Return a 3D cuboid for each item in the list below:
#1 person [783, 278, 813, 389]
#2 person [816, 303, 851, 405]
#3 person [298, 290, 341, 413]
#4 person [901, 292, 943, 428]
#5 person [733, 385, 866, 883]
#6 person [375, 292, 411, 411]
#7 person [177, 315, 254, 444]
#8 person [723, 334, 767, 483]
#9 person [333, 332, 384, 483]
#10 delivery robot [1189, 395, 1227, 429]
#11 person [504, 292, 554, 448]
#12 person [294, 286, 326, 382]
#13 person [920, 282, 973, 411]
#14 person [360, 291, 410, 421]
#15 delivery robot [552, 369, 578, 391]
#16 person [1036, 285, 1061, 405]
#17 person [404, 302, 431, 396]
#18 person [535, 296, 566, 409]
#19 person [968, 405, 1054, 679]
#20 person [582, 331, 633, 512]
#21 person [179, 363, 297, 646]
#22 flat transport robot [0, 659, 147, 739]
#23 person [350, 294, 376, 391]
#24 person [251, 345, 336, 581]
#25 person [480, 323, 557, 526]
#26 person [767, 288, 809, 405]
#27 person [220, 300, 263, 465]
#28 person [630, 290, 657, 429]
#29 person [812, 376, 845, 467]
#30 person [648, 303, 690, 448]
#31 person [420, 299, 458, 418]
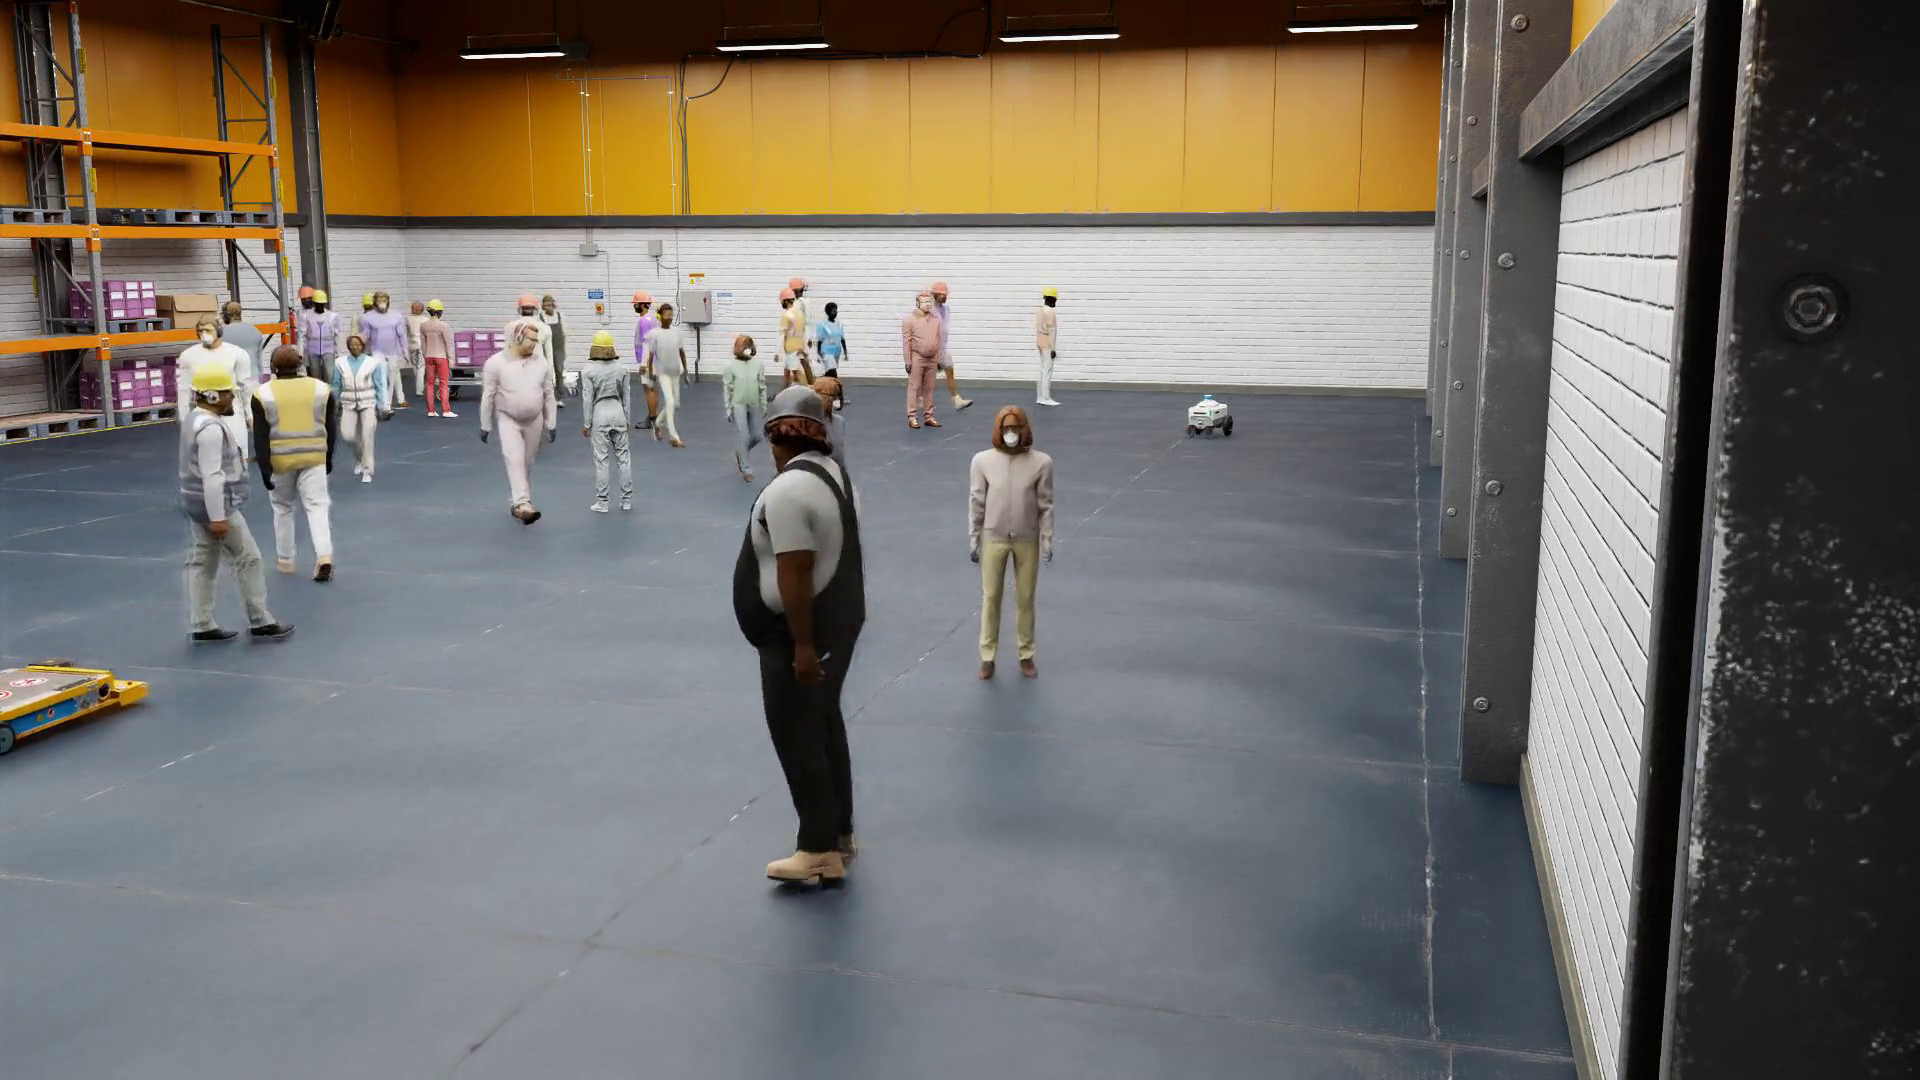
[{"bbox_3d":[-2.814,-3.445,28.324,0.798,2.013,0.605,2,10,11],"label":"person"},{"bbox_3d":[-2.083,-3.022,26.963,0.866,1.651,0.545,9,13,41],"label":"person"},{"bbox_3d":[-9.801,-2.874,25.463,0.630,1.875,0.943,-4,11,-21],"label":"person"},{"bbox_3d":[-0.510,-2.533,23.475,0.640,1.909,0.409,-7,12,-36],"label":"person"},{"bbox_3d":[-0.661,0.333,6.862,0.570,2.000,0.780,3,10,15],"label":"person"},{"bbox_3d":[-8.943,-2.932,25.943,0.509,1.832,0.817,1,10,6],"label":"person"},{"bbox_3d":[-7.050,-1.158,15.694,0.652,1.900,0.920,-1,10,-6],"label":"person"},{"bbox_3d":[-2.361,-1.445,18.134,0.512,1.618,0.541,-7,12,-34],"label":"person"},{"bbox_3d":[-6.512,-1.441,18.058,0.533,1.625,0.414,-1,10,-6],"label":"person"},{"bbox_3d":[3.327,-1.701,22.321,0.477,0.478,0.707,5,11,26],"label":"delivery robot"},{"bbox_3d":[-5.374,-2.102,20.825,0.618,1.978,0.715,-6,12,-31],"label":"person"},{"bbox_3d":[-10.358,-3.091,26.571,0.570,1.924,0.425,1,10,5],"label":"person"},{"bbox_3d":[-0.256,-2.974,25.700,1.003,1.995,0.640,8,13,39],"label":"person"},{"bbox_3d":[-8.415,-2.689,24.407,0.636,1.888,1.003,-7,12,-35],"label":"person"},{"bbox_3d":[-6.853,-2.743,28.224,0.707,0.478,0.477,0,10,1],"label":"delivery robot"},{"bbox_3d":[1.424,-3.129,26.794,0.380,1.925,0.593,-3,10,-16],"label":"person"},{"bbox_3d":[-9.269,-3.286,28.604,0.522,1.596,0.847,0,10,2],"label":"person"},{"bbox_3d":[-6.443,-2.953,26.229,0.517,1.769,0.972,-4,11,-23],"label":"person"},{"bbox_3d":[0.300,0.014,9.824,0.507,1.632,0.267,0,10,0],"label":"person"},{"bbox_3d":[-3.415,-1.144,16.071,0.484,1.745,0.307,-6,12,-32],"label":"person"},{"bbox_3d":[-4.636,-0.227,10.673,0.732,1.809,0.621,-7,12,-35],"label":"person"},{"bbox_3d":[-5.043,0.890,8.719,0.652,0.197,1.431,2,10,13],"label":"flat transport robot"},{"bbox_3d":[-9.466,-3.046,26.699,0.627,1.784,0.910,-3,10,-16],"label":"person"},{"bbox_3d":[-5.083,-0.591,12.778,0.621,1.811,0.876,-6,12,-30],"label":"person"},{"bbox_3d":[-4.044,-1.073,15.390,0.684,1.841,1.004,-7,12,-35],"label":"person"},{"bbox_3d":[-2.725,-2.999,26.162,0.983,1.883,0.566,4,11,23],"label":"person"},{"bbox_3d":[-8.442,-1.837,19.509,0.392,1.927,0.642,6,12,29],"label":"person"},{"bbox_3d":[-4.421,-2.523,23.326,0.361,1.939,0.543,-1,10,-3],"label":"person"},{"bbox_3d":[-0.958,-0.355,11.913,0.289,1.633,0.499,5,11,26],"label":"person"},{"bbox_3d":[-3.771,-2.123,21.370,0.519,1.839,0.822,-9,14,-42],"label":"person"},{"bbox_3d":[-7.795,-2.702,24.828,0.525,1.769,0.311,3,11,18],"label":"person"}]
